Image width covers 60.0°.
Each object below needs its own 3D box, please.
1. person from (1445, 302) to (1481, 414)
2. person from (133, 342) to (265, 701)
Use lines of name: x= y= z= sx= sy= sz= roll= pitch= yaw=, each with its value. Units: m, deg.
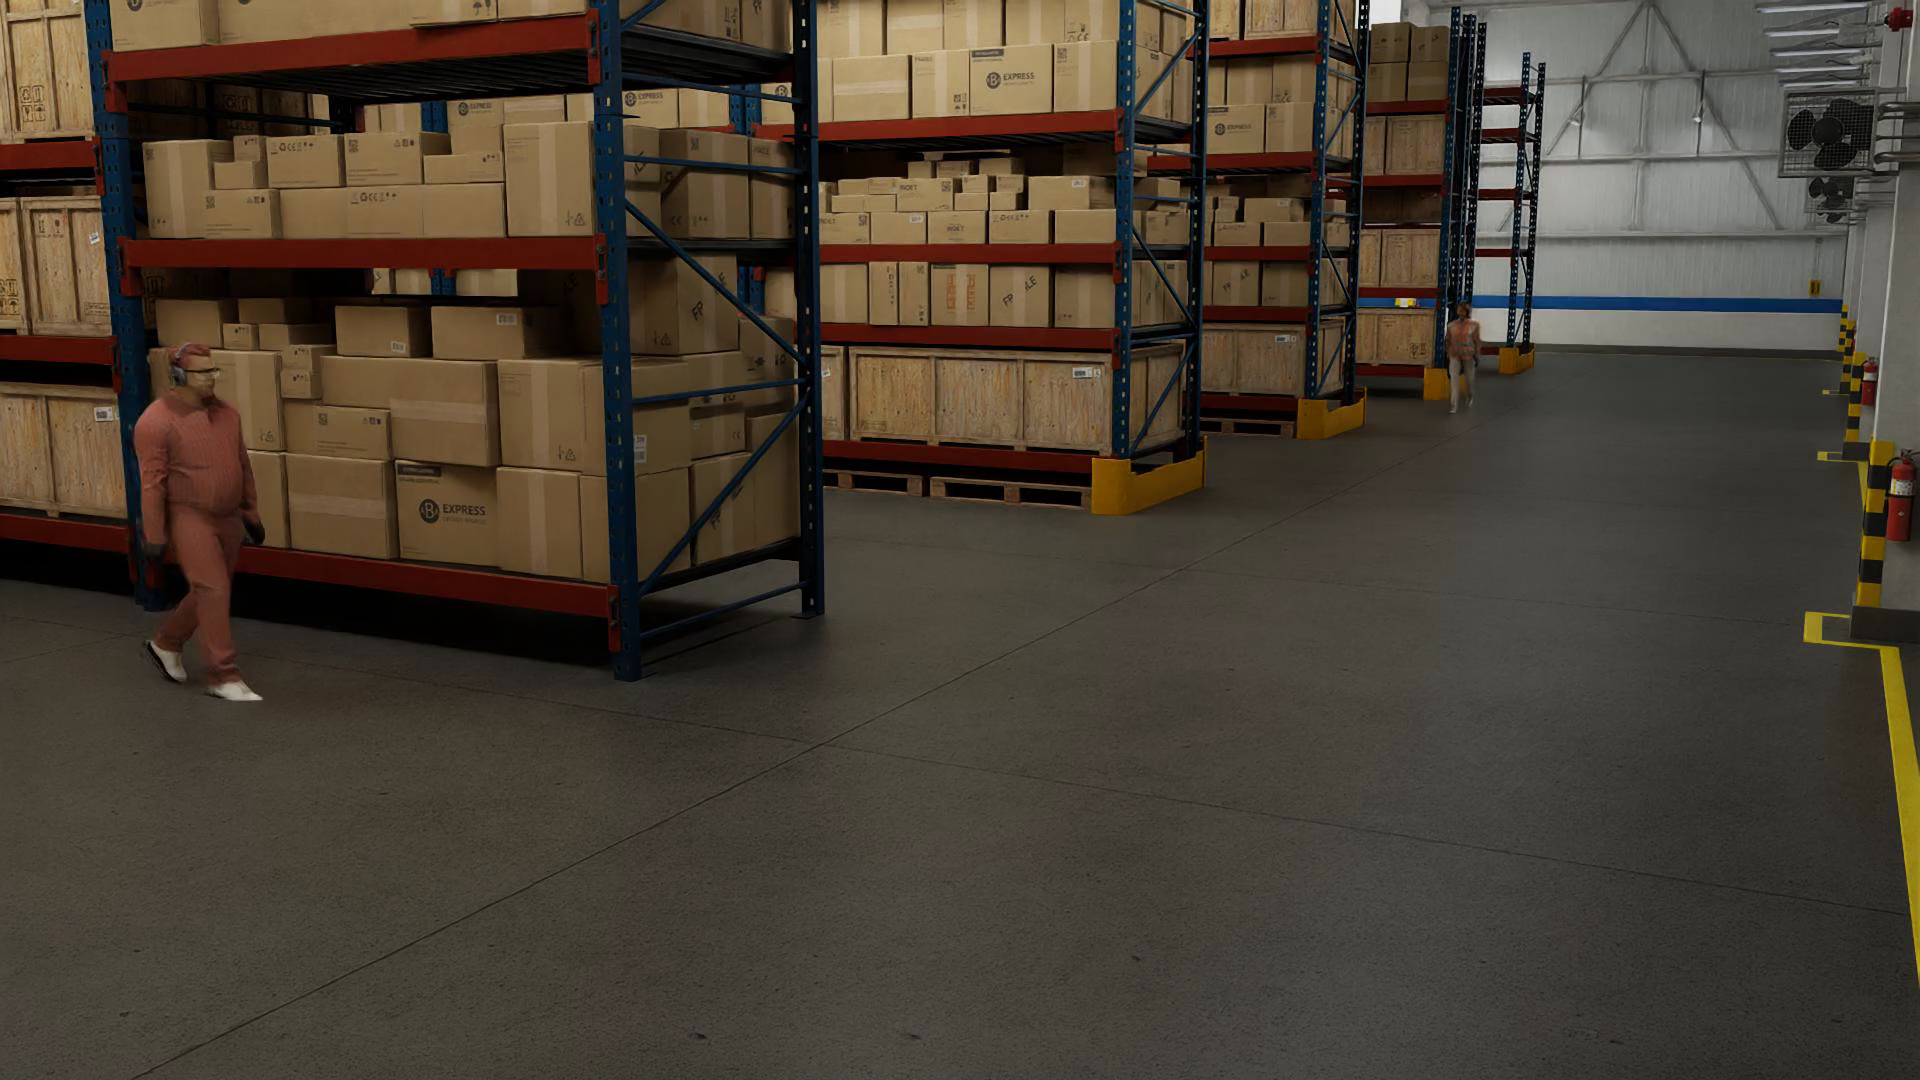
person: x=7.357 y=-2.670 z=24.321 sx=0.513 sy=1.627 sz=0.594 roll=5 pitch=11 yaw=26
person: x=-4.054 y=-0.103 z=8.784 sx=0.847 sy=1.886 sz=0.647 roll=3 pitch=10 yaw=17
